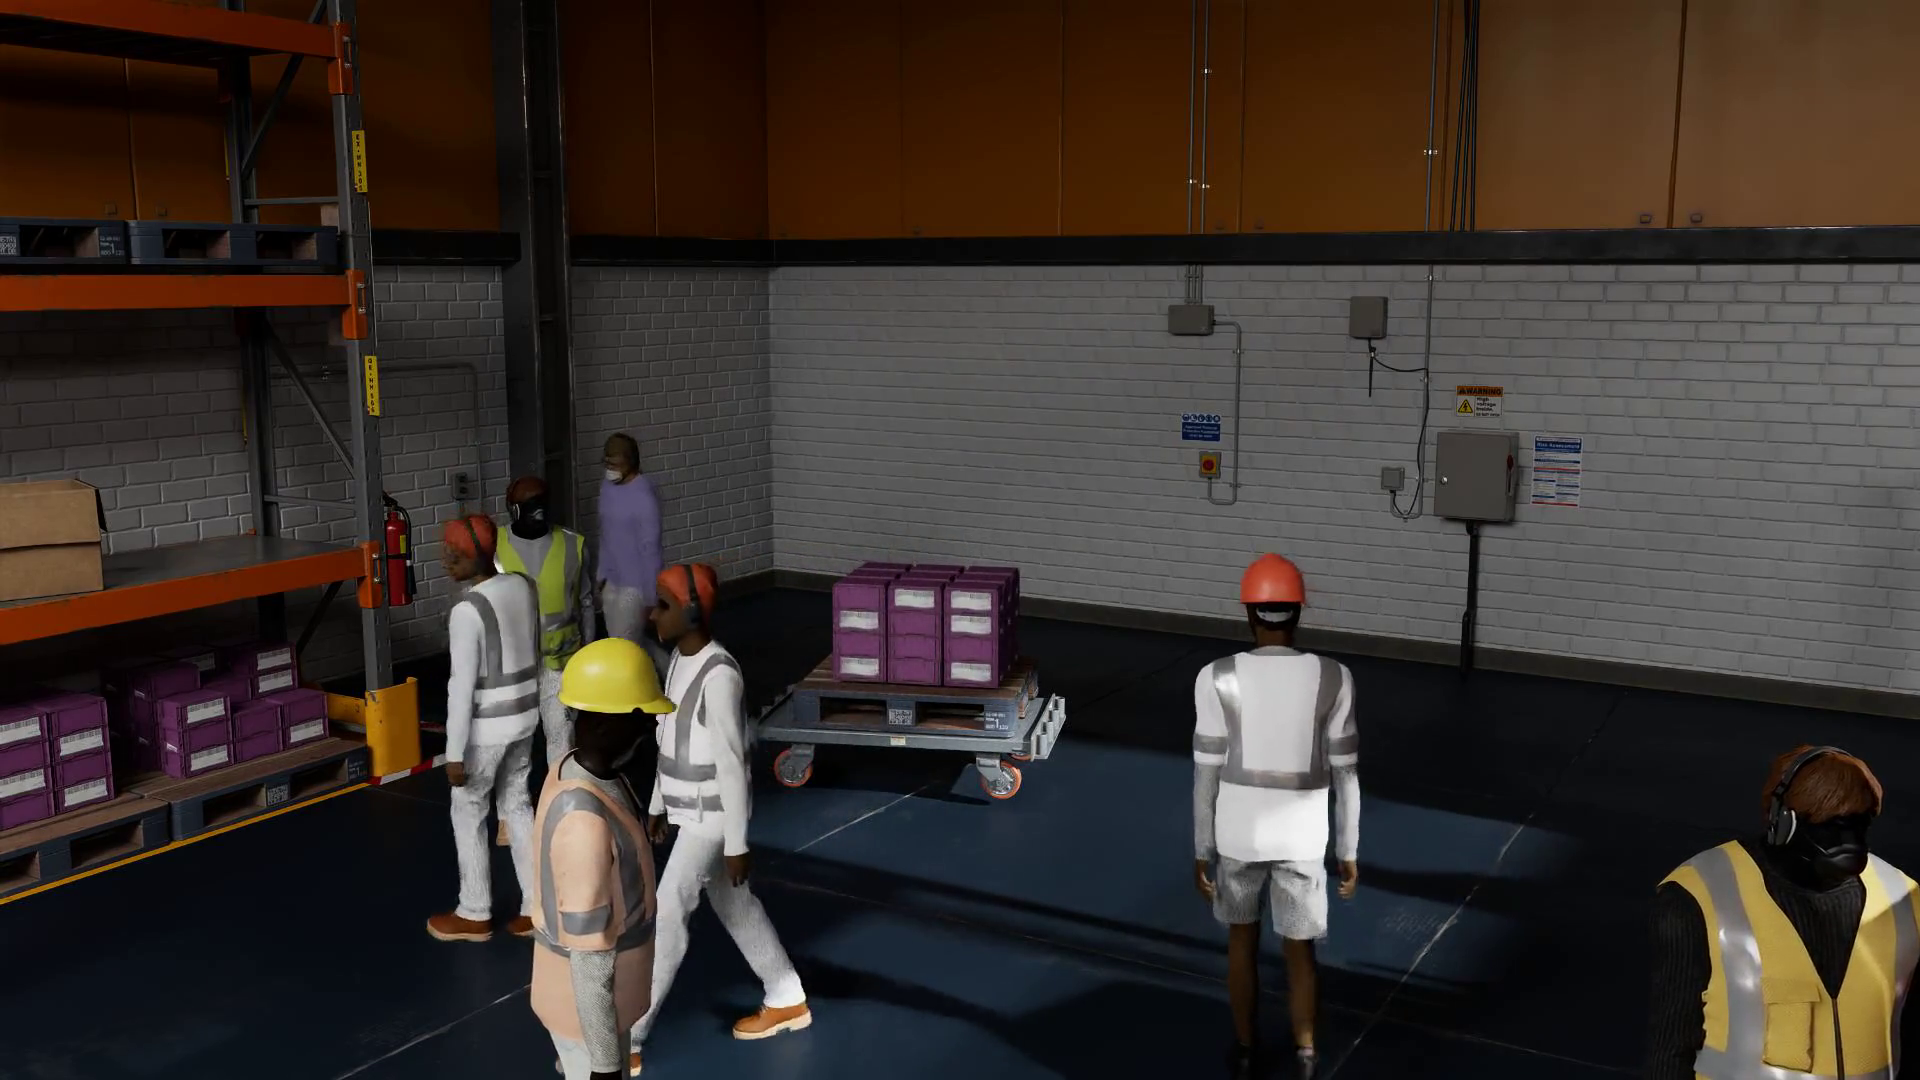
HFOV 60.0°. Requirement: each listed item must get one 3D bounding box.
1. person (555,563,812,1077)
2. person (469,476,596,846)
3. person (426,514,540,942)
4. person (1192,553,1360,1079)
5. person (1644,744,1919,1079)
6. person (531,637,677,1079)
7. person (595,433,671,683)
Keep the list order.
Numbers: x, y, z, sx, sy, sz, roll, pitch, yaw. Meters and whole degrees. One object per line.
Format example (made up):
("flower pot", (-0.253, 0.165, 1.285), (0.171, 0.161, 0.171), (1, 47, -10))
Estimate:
("person", (-0.963, 0.983, 5.956), (0.963, 1.830, 0.590), (-3, 10, -18))
("person", (-2.126, 0.597, 8.310), (0.633, 1.844, 0.429), (-3, 10, -21))
("person", (-1.981, 0.808, 7.022), (0.457, 1.872, 0.606), (4, 10, 23))
("person", (1.052, 1.019, 5.545), (0.560, 1.902, 0.800), (1, 9, 6))
("person", (1.833, 1.342, 3.702), (0.625, 1.836, 0.429), (0, 9, -2))
("person", (-0.920, 1.195, 4.361), (0.392, 1.919, 0.581), (-2, 9, -11))
("person", (-1.923, 0.271, 10.184), (0.709, 1.897, 0.695), (-6, 11, -34))
